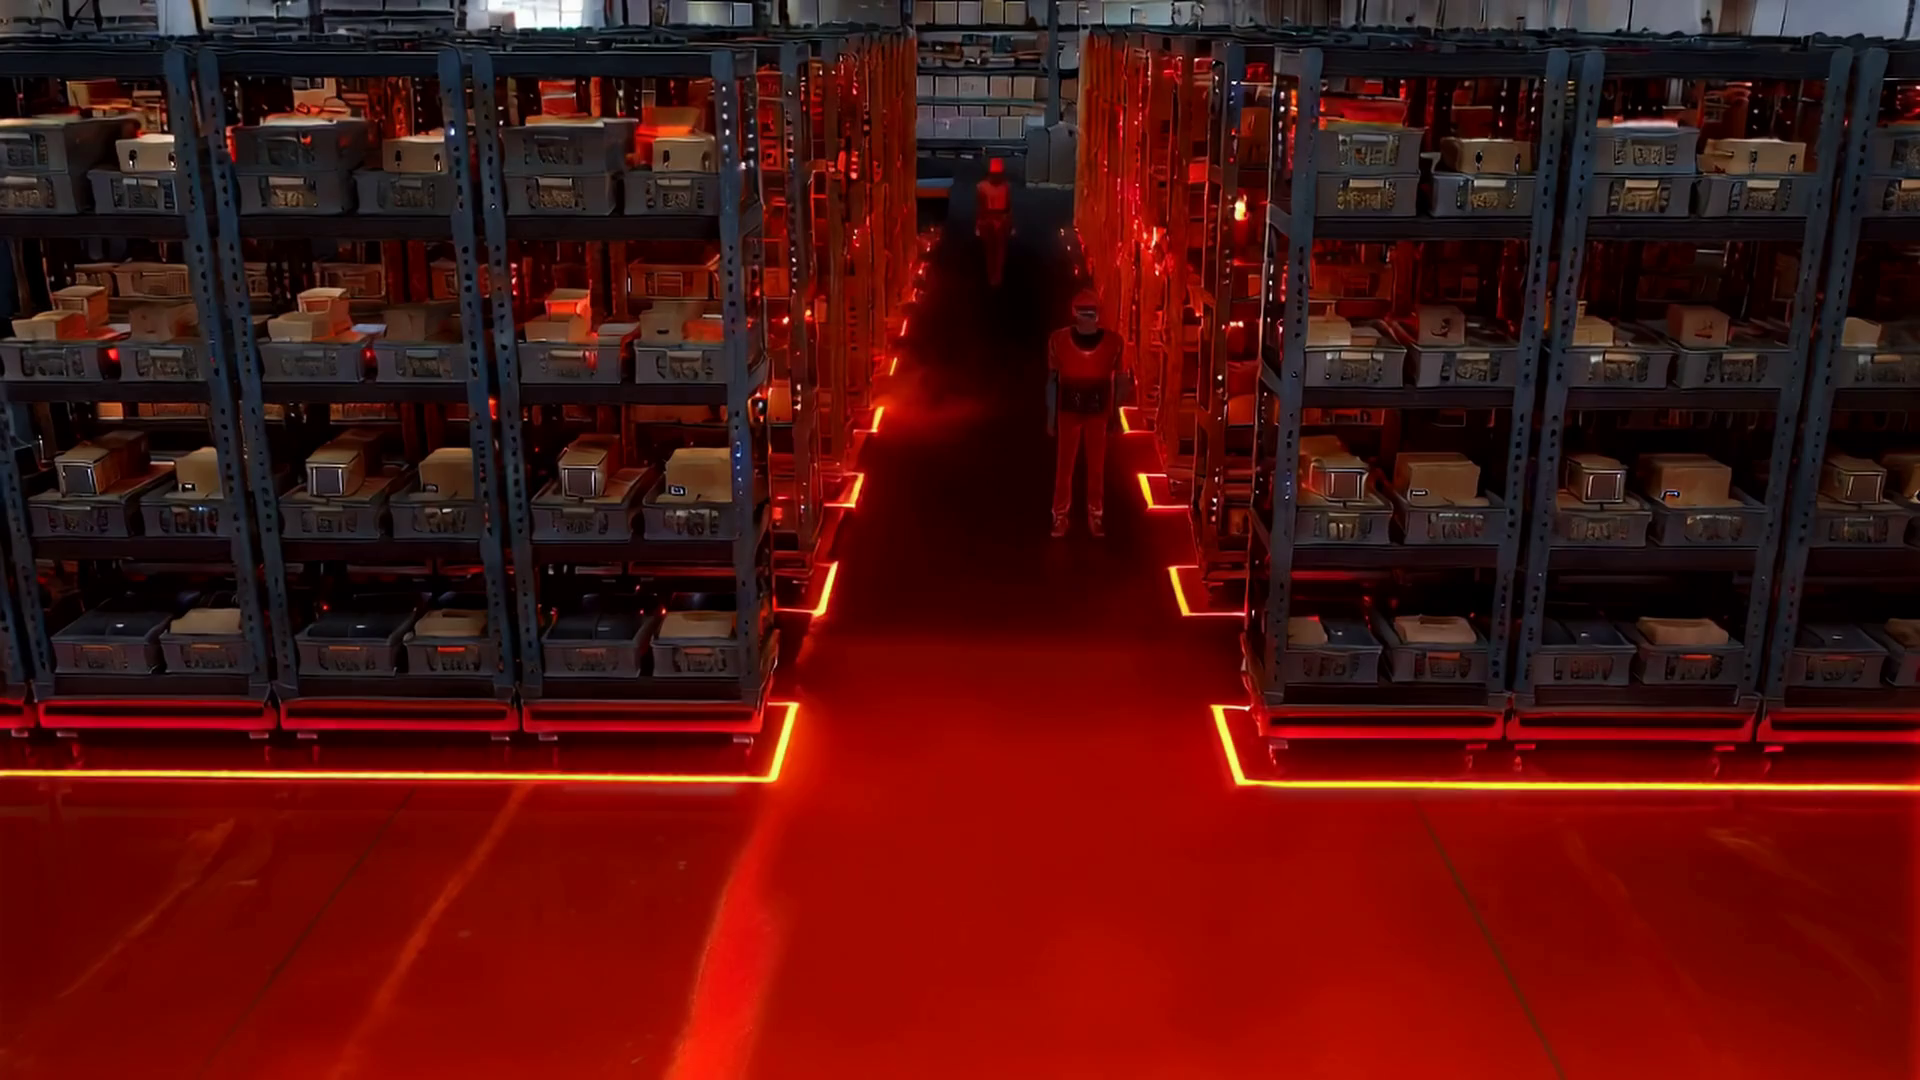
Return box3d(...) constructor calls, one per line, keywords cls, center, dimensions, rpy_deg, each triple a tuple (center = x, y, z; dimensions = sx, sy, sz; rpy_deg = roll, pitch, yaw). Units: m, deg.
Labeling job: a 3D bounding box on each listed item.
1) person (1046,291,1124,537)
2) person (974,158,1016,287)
box3d(cls="person", center=(0.922, -0.938, 12.338), dimensions=(0.563, 1.838, 0.391), rpy_deg=(1, 17, 4))
box3d(cls="person", center=(0.499, -4.566, 23.928), dimensions=(0.618, 1.820, 0.430), rpy_deg=(-2, 17, -5))
